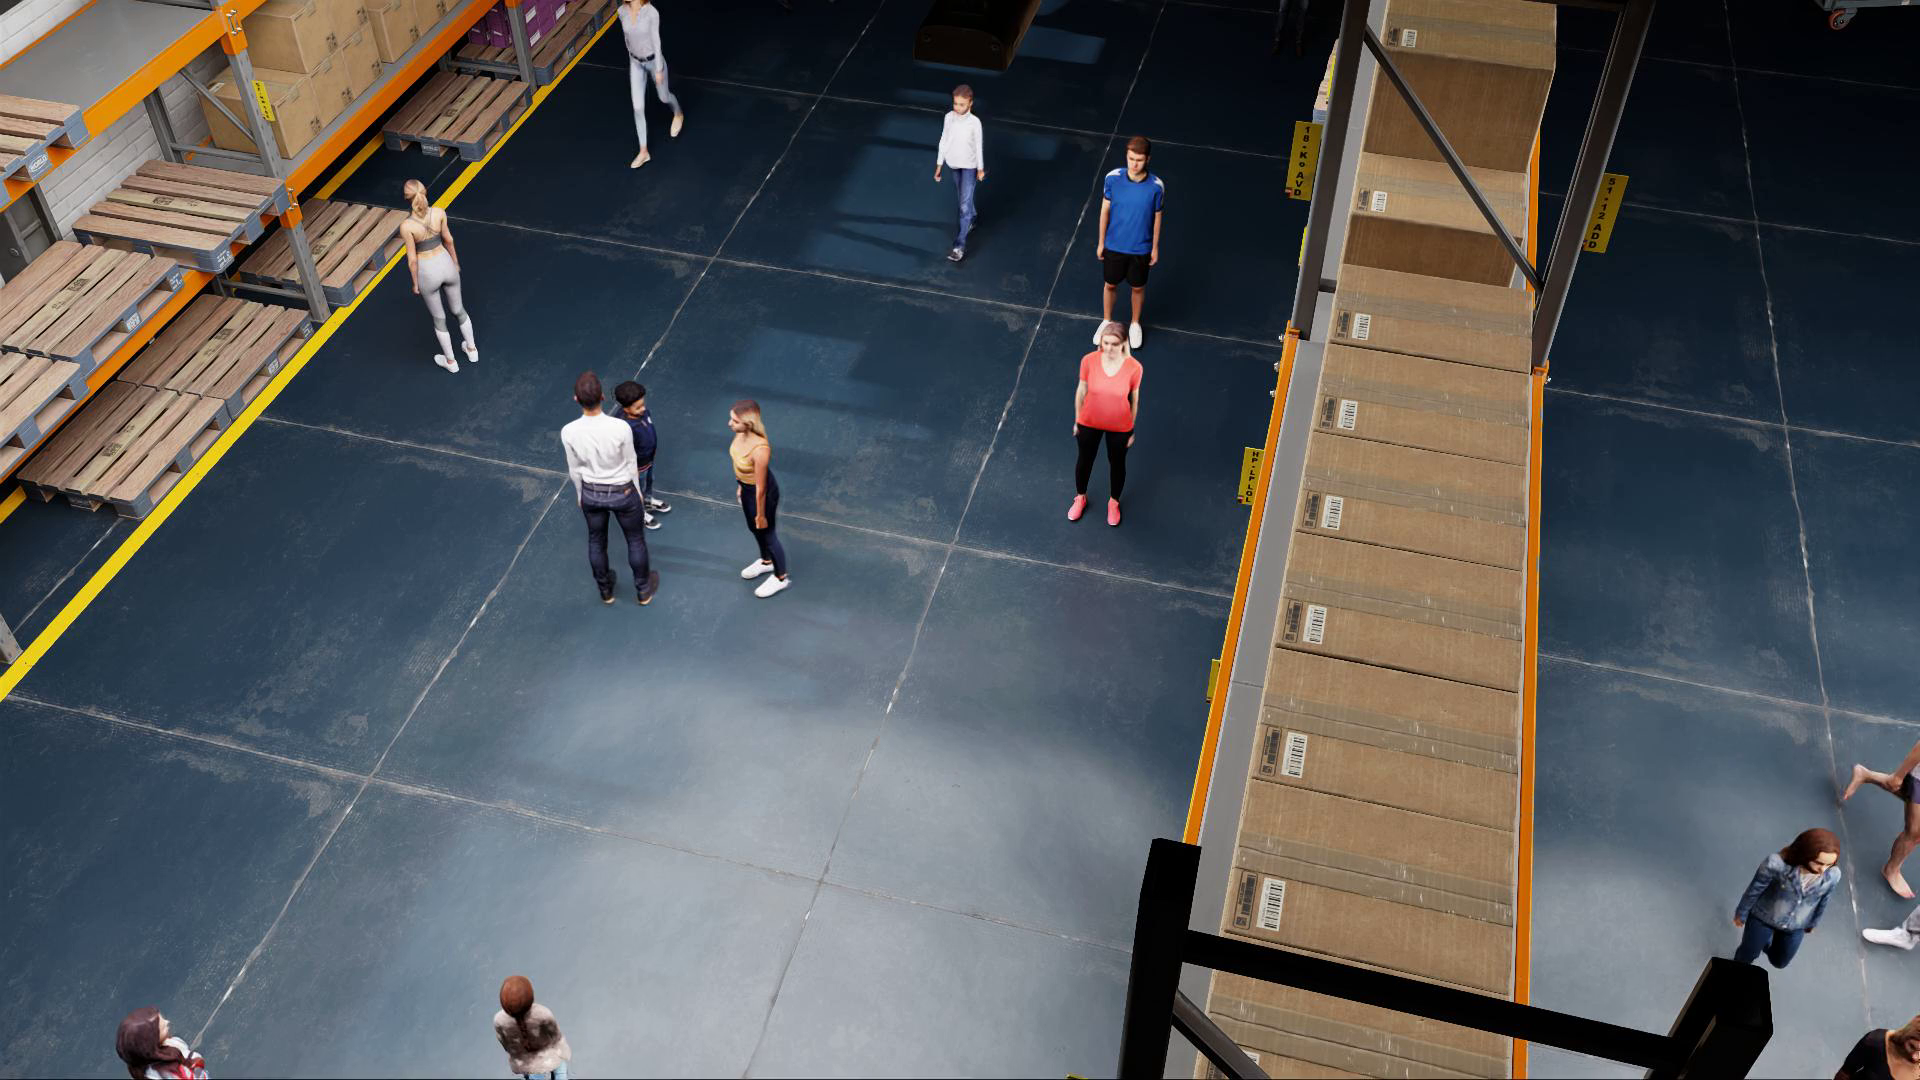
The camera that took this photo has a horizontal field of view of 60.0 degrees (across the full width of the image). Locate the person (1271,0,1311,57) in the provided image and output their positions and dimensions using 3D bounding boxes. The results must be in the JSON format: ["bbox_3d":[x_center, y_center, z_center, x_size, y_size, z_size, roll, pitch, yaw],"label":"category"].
[{"bbox_3d":[3.453,-5.804,16.883,0.661,1.782,0.545,7,44,7],"label":"person"}]

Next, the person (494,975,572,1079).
[{"bbox_3d":[-2.164,2.641,8.450,0.553,1.188,0.546,-3,44,-3],"label":"person"}]

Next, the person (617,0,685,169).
[{"bbox_3d":[-2.845,-4.429,15.456,0.692,1.760,1.173,15,46,15],"label":"person"}]

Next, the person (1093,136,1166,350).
[{"bbox_3d":[1.349,-2.376,13.225,0.662,1.866,0.586,7,44,8],"label":"person"}]

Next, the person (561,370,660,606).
[{"bbox_3d":[-2.335,-0.311,11.061,0.657,1.860,0.635,1,44,1],"label":"person"}]

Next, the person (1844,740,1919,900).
[{"bbox_3d":[5.525,1.274,9.533,0.949,1.673,1.130,-10,45,-10],"label":"person"}]

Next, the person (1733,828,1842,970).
[{"bbox_3d":[4.395,1.965,8.956,0.608,1.469,0.677,7,44,7],"label":"person"}]

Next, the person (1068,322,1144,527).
[{"bbox_3d":[1.028,-0.825,11.722,0.592,1.693,0.529,9,44,9],"label":"person"}]

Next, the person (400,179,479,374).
[{"bbox_3d":[-4.099,-2.076,13.028,0.634,1.704,0.724,-33,52,-29],"label":"person"}]

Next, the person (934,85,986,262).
[{"bbox_3d":[0.065,-3.280,14.422,0.689,1.524,1.014,22,48,21],"label":"person"}]

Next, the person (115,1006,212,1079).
[{"bbox_3d":[-3.716,2.746,8.031,0.651,1.614,0.625,26,50,25],"label":"person"}]

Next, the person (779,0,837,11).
[{"bbox_3d":[-1.614,-6.400,17.598,1.026,1.659,1.111,-12,45,-12],"label":"person"}]

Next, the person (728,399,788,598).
[{"bbox_3d":[-1.364,-0.311,11.230,0.699,1.627,0.626,-18,46,-18],"label":"person"}]

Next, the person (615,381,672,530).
[{"bbox_3d":[-2.282,-0.631,11.859,0.584,1.223,0.415,12,45,13],"label":"person"}]
